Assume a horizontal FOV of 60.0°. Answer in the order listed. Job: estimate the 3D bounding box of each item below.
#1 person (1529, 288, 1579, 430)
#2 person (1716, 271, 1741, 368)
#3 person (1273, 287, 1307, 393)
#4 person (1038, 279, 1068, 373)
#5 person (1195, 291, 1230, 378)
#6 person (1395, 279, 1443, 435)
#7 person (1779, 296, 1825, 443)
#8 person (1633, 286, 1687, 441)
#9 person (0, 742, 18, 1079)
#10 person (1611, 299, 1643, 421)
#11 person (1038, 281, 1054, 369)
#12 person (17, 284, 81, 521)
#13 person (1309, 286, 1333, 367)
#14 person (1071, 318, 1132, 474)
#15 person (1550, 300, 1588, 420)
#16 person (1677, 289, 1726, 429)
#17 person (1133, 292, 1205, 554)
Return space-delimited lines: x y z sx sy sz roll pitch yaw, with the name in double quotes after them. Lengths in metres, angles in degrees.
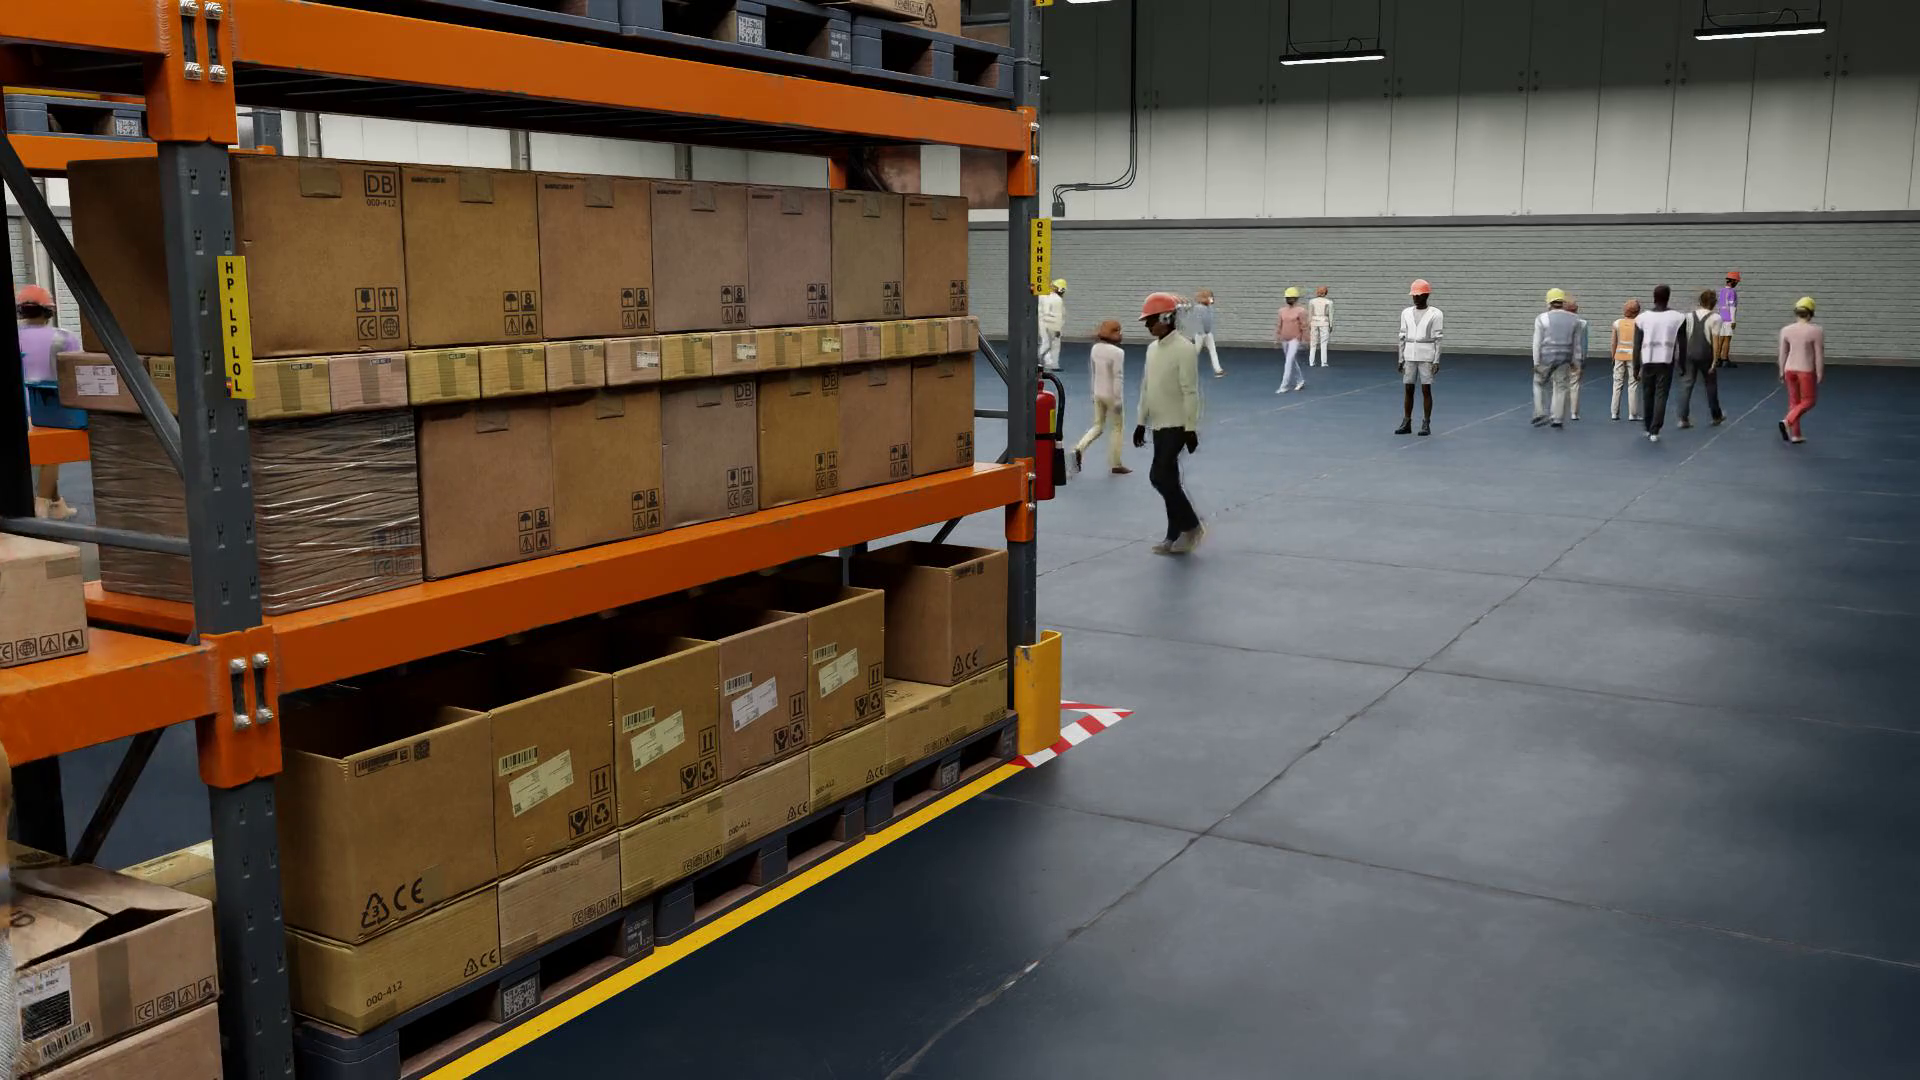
7.655 -2.329 21.462 0.614 1.813 0.584 0 10 1 "person"
15.367 -4.404 33.254 0.368 1.929 0.542 -1 10 -4 "person"
5.468 -3.292 27.363 0.900 1.735 0.528 -9 13 -43 "person"
1.746 -4.076 31.731 0.625 1.795 0.638 -3 10 -18 "person"
4.528 -3.746 30.386 0.507 1.593 0.849 -9 13 -43 "person"
5.711 -2.265 20.704 0.548 1.936 0.378 8 12 38 "person"
9.904 -1.997 19.645 0.615 1.747 0.539 -6 11 -30 "person"
8.516 -2.151 20.254 0.597 1.871 1.010 6 11 31 "person"
-1.648 0.830 2.617 0.558 1.923 0.506 5 11 29 "person"
9.065 -2.433 22.540 0.308 1.645 0.517 -9 13 -42 "person"
1.640 -4.326 33.003 0.606 1.860 0.623 -8 13 -39 "person"
-7.510 -1.082 13.611 0.610 2.009 0.989 -1 10 -4 "person"
7.273 -4.305 33.547 0.509 1.629 0.316 5 11 29 "person"
1.451 -1.447 16.858 0.654 1.608 0.508 -7 12 -34 "person"
8.260 -2.442 22.620 0.511 1.638 0.309 3 10 19 "person"
9.684 -2.354 21.634 0.959 1.794 0.513 -8 13 -41 "person"
1.548 -0.856 12.399 0.451 1.962 0.617 -3 10 -19 "person"
